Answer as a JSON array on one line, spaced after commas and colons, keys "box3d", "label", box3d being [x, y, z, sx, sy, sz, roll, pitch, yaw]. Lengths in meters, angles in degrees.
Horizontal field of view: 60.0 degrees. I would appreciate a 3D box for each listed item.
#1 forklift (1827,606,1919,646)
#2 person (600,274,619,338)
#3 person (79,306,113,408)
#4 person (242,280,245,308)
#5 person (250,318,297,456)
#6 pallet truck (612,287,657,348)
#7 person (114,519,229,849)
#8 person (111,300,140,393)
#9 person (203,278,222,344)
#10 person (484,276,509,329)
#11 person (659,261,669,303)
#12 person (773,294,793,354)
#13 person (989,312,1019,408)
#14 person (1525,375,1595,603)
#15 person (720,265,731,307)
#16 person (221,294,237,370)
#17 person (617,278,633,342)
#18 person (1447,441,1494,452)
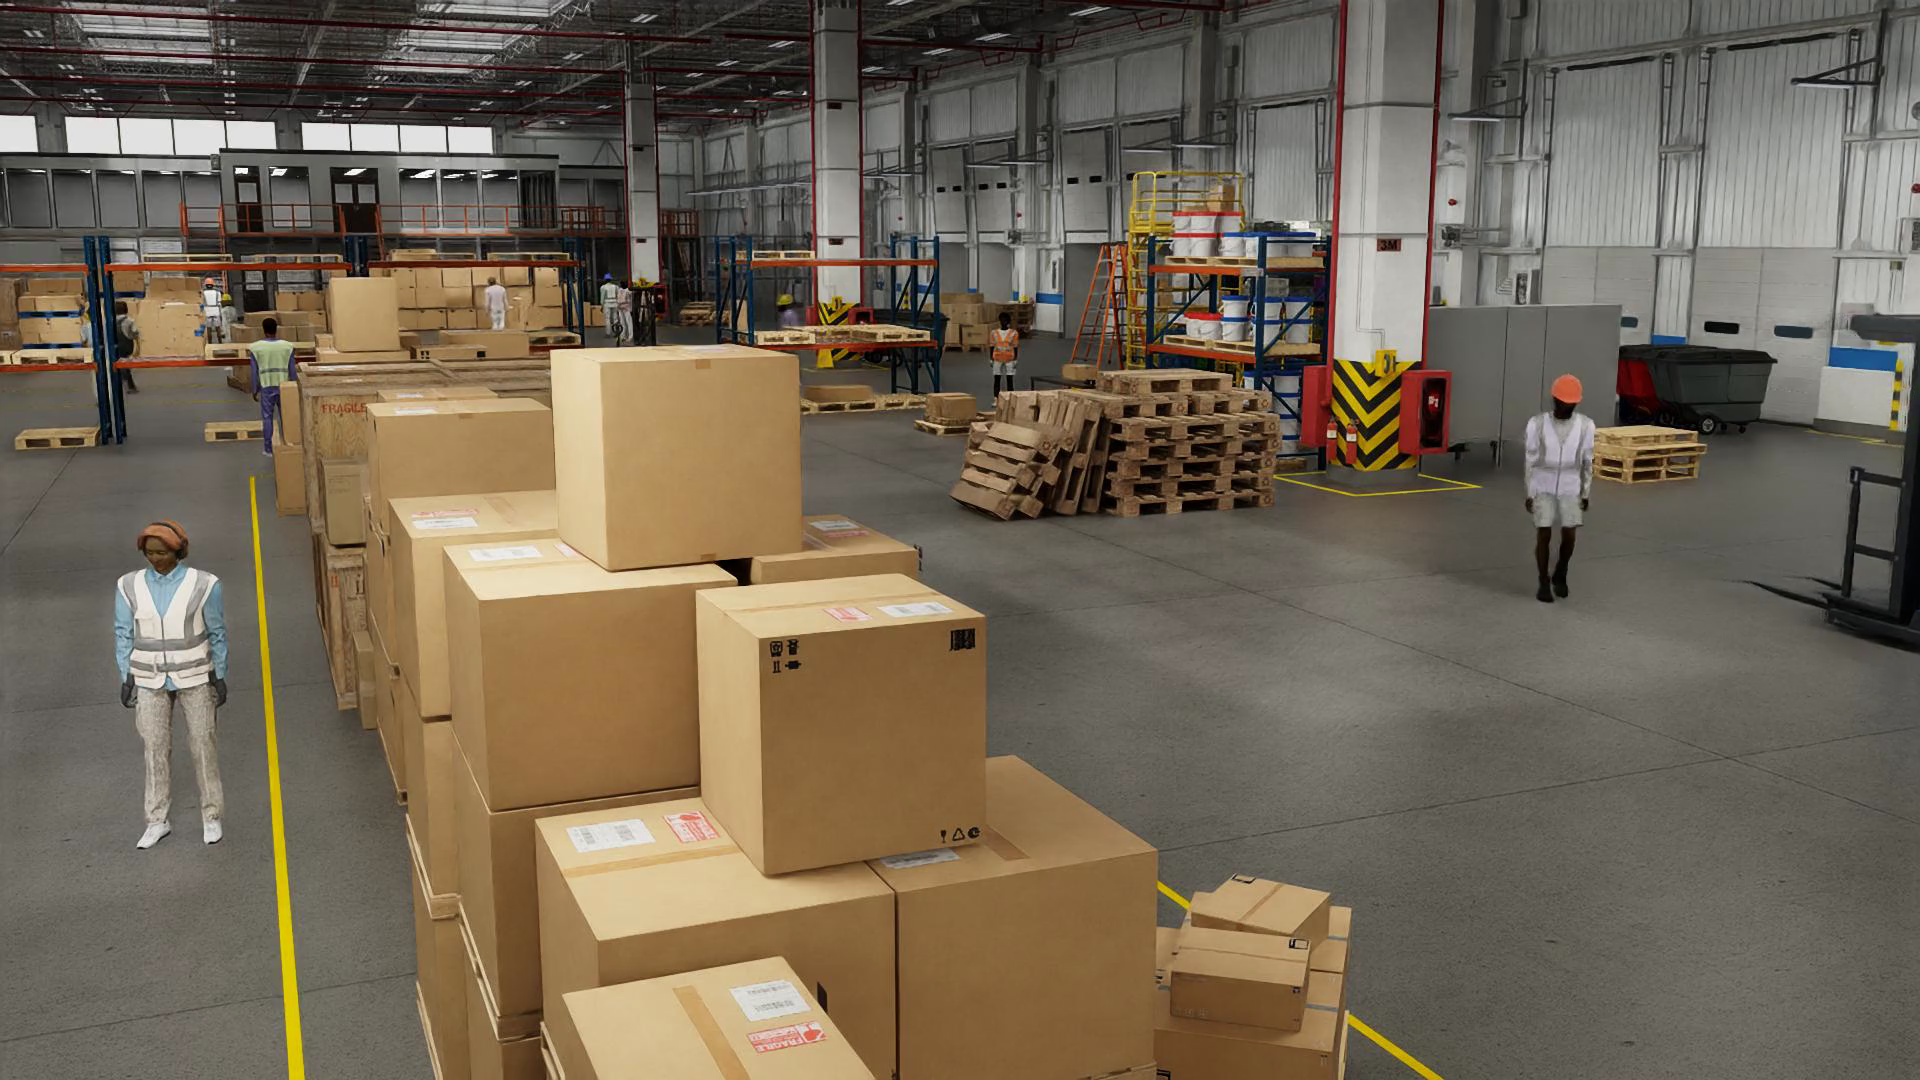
[{"box3d": [7.473, -0.574, 11.850, 1.129, 2.768, 1.873, -3, 11, -14], "label": "forklift"}, {"box3d": [-10.536, -7.029, 50.028, 0.602, 1.937, 0.409, -7, 13, -34], "label": "person"}, {"box3d": [-15.129, -3.188, 29.214, 0.521, 1.816, 0.985, -5, 11, -25], "label": "person"}, {"box3d": [-28.751, -9.930, 66.893, 0.382, 1.607, 0.508, -5, 11, -26], "label": "person"}, {"box3d": [-9.464, -2.101, 22.959, 0.590, 1.910, 0.406, -6, 12, -30], "label": "person"}, {"box3d": [-6.464, -4.406, 35.401, 0.823, 1.965, 1.885, 6, 12, 32], "label": "pallet truck"}, {"box3d": [-3.883, 0.705, 8.224, 0.514, 1.640, 0.310, -2, 10, -11], "label": "person"}, {"box3d": [-16.111, -3.692, 31.996, 0.519, 1.820, 0.875, 1, 10, 5], "label": "person"}, {"box3d": [-20.166, -6.082, 44.808, 0.550, 1.935, 0.375, -6, 12, -30], "label": "person"}, {"box3d": [-13.343, -6.631, 47.904, 0.707, 1.910, 0.398, -7, 12, -34], "label": "person"}, {"box3d": [-13.224, -11.384, 73.916, 0.630, 1.985, 0.411, -2, 11, -12], "label": "person"}, {"box3d": [-3.512, -3.976, 33.341, 0.610, 1.886, 0.624, -2, 11, -12], "label": "person"}, {"box3d": [0.776, -3.197, 29.562, 0.535, 1.700, 0.318, 2, 10, 9], "label": "person"}, {"box3d": [4.906, -0.412, 13.661, 0.553, 1.906, 0.479, 2, 11, 12], "label": "person"}, {"box3d": [-10.179, -11.107, 72.566, 0.609, 1.912, 0.397, 5, 12, 28], "label": "person"}, {"box3d": [-16.699, -4.751, 38.006, 0.321, 1.742, 0.492, 2, 11, 13], "label": "person"}, {"box3d": [-9.722, -6.662, 48.266, 0.633, 1.843, 0.429, 6, 12, 31], "label": "person"}, {"box3d": [7.298, -2.178, 23.435, 0.839, 1.892, 0.552, -3, 11, -14], "label": "person"}]
